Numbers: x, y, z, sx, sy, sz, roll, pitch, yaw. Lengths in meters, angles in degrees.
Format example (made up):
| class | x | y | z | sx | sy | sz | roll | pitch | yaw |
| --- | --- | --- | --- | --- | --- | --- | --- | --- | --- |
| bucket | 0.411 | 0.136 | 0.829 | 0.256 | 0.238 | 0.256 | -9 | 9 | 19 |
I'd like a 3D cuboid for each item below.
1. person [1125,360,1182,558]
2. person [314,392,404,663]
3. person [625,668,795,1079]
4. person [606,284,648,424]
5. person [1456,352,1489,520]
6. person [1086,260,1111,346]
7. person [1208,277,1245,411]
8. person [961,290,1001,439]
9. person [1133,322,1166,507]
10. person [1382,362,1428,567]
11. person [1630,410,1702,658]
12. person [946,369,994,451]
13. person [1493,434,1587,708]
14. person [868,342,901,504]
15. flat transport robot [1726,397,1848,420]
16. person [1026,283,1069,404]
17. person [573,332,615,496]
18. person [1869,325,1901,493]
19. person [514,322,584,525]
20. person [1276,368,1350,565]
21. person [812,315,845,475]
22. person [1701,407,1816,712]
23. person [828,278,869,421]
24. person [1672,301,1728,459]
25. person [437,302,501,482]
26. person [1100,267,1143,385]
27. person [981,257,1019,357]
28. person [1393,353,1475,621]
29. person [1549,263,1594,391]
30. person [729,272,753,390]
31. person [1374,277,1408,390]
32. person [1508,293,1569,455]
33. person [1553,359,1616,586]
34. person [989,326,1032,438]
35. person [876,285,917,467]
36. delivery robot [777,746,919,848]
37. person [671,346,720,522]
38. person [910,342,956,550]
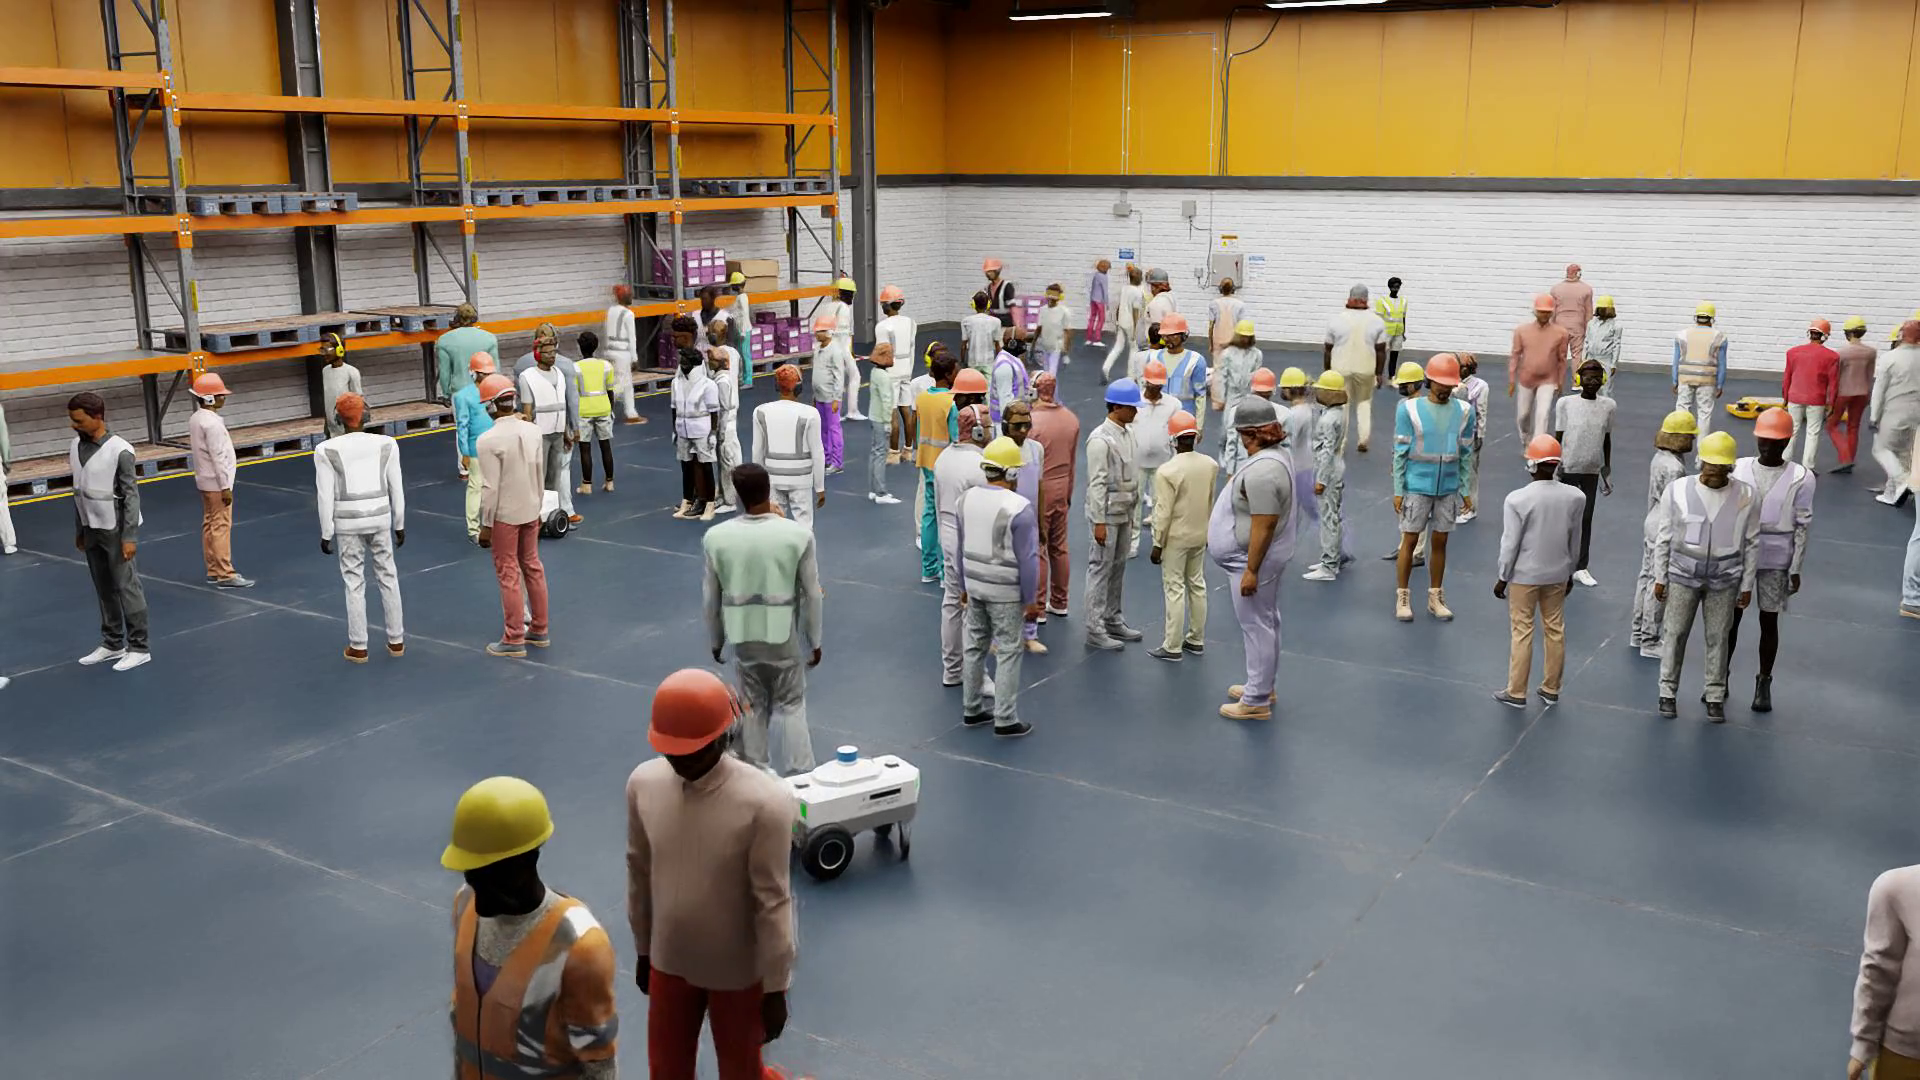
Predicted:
| class | x | y | z | sx | sy | sz | roll | pitch | yaw |
| --- | --- | --- | --- | --- | --- | --- | --- | --- | --- |
| person | 1.669 | -0.704 | 14.525 | 0.565 | 1.739 | 0.345 | 0 | 13 | -2 |
| person | -4.138 | -0.085 | 11.522 | 0.576 | 1.881 | 0.352 | -8 | 15 | -32 |
| person | -0.756 | 1.304 | 5.343 | 0.660 | 1.962 | 0.687 | 5 | 14 | 21 |
| person | -4.463 | -2.383 | 21.549 | 0.796 | 1.859 | 0.587 | -10 | 17 | -38 |
| person | 4.856 | -1.007 | 16.079 | 0.314 | 1.629 | 0.509 | -11 | 17 | -41 |
| person | 2.576 | -4.405 | 30.881 | 0.355 | 1.601 | 0.646 | -5 | 14 | -21 |
| person | 3.665 | -2.688 | 22.895 | 0.507 | 1.847 | 0.345 | 3 | 13 | 15 |
| person | 0.254 | -2.124 | 20.421 | 0.510 | 1.863 | 0.326 | 0 | 13 | -1 |
| person | 1.943 | -1.254 | 16.661 | 0.346 | 1.857 | 0.523 | -12 | 18 | -43 |
| person | 3.844 | -0.648 | 14.245 | 0.345 | 1.758 | 0.532 | -3 | 13 | -15 |
| person | 4.959 | -0.045 | 11.654 | 0.313 | 1.743 | 0.493 | 2 | 13 | 9 |
| person | 0.078 | -0.306 | 12.359 | 0.355 | 1.938 | 0.545 | -1 | 13 | -5 |
| person | 3.663 | 0.196 | 10.580 | 0.561 | 1.753 | 0.327 | -3 | 13 | -12 |
| person | -0.787 | -1.191 | 16.864 | 0.282 | 1.633 | 0.501 | -4 | 13 | -16 |
| flat transport robot | 11.168 | -1.778 | 22.397 | 1.431 | 0.197 | 0.652 | 3 | 13 | 13 |
| person | 1.216 | -2.480 | 22.000 | 0.624 | 1.842 | 0.484 | 12 | 18 | 42 |
| person | -3.819 | -1.306 | 17.224 | 0.541 | 1.695 | 0.316 | -9 | 16 | -35 |
| person | 9.759 | -1.360 | 17.329 | 0.338 | 1.761 | 0.525 | 10 | 16 | 37 |
| person | -3.882 | -1.085 | 15.737 | 0.635 | 1.937 | 0.352 | 4 | 13 | 15 |
| person | 2.922 | -0.606 | 14.190 | 0.934 | 1.722 | 0.541 | 4 | 14 | 18 |
| person | -1.481 | -1.610 | 18.409 | 0.321 | 1.755 | 0.563 | -8 | 15 | -32 |
| person | 5.040 | 0.120 | 10.503 | 0.542 | 1.941 | 0.360 | 9 | 16 | 34 |
| person | -1.516 | -2.511 | 22.011 | 0.707 | 1.893 | 0.593 | -7 | 15 | -27 |
| person | 8.593 | -1.857 | 19.351 | 0.586 | 1.824 | 0.404 | 9 | 16 | 33 |
| person | -5.266 | -1.588 | 17.917 | 0.636 | 1.939 | 0.364 | -4 | 14 | -17 |
| person | 2.511 | -3.273 | 25.527 | 0.843 | 1.811 | 0.554 | -9 | 16 | -34 |
| person | 0.581 | -3.151 | 24.542 | 0.549 | 2.010 | 0.661 | -8 | 15 | -32 |
| person | 3.560 | -0.392 | 12.512 | 0.605 | 2.040 | 0.385 | -1 | 13 | -4 |
| person | 9.134 | -3.176 | 24.893 | 0.637 | 1.902 | 0.406 | 7 | 15 | 28 |
| person | -3.301 | -3.143 | 25.051 | 0.329 | 1.764 | 0.524 | -3 | 13 | -12 |
| person | 6.497 | -3.117 | 25.074 | 0.539 | 1.698 | 0.319 | -4 | 14 | -17 |
| person | 6.571 | -1.838 | 18.937 | 0.623 | 1.966 | 0.918 | 5 | 14 | 20 |
| person | 5.063 | -0.547 | 13.551 | 0.517 | 1.874 | 0.328 | 0 | 13 | 0 |
| person | 0.510 | -1.195 | 16.448 | 0.429 | 1.836 | 0.626 | 2 | 13 | 9 |
| person | -0.757 | -1.853 | 18.836 | 0.386 | 2.045 | 0.605 | 10 | 17 | 38 |
| delivery robot | -0.562 | 1.273 | 8.334 | 0.707 | 0.478 | 0.477 | -8 | 15 | -33 |
| person | -2.546 | -1.018 | 15.969 | 0.534 | 1.698 | 0.322 | 6 | 14 | 26 |
| person | -0.209 | -0.836 | 14.818 | 0.514 | 1.868 | 0.328 | -10 | 16 | -36 |
